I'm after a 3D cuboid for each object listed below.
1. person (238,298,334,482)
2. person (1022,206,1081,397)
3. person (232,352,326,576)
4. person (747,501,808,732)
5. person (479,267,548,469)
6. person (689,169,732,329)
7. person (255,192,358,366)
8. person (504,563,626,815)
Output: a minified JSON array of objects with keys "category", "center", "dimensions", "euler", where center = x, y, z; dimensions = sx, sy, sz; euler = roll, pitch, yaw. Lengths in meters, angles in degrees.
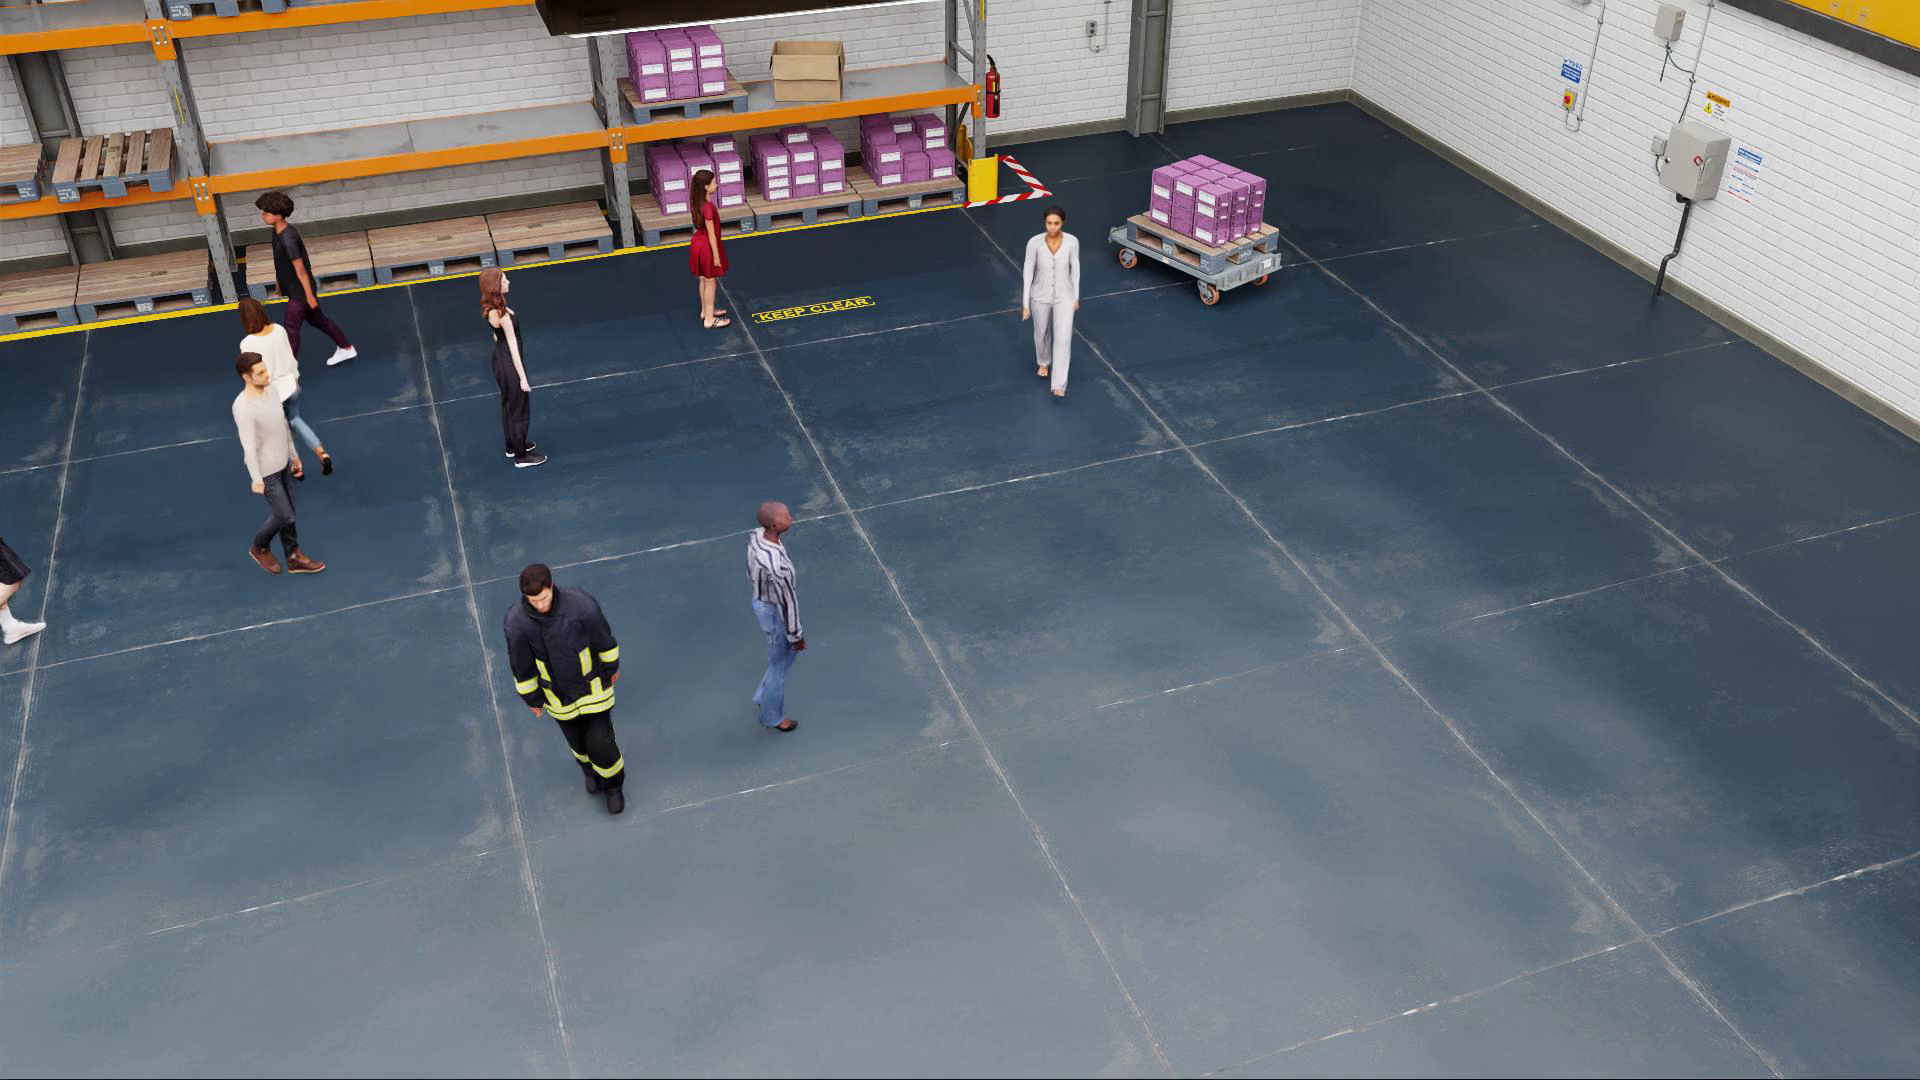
[{"category":"person","center":[-5.401,-1.148,13.285],"dimensions":[0.929,1.665,0.875],"euler":[16,37,23]},{"category":"person","center":[0.812,-2.188,14.826],"dimensions":[1.138,1.691,1.003],"euler":[1,34,2]},{"category":"person","center":[-5.136,-0.546,12.207],"dimensions":[0.876,1.855,0.796],"euler":[4,34,6]},{"category":"person","center":[-1.267,0.533,10.651],"dimensions":[0.628,1.781,0.665],"euler":[-14,36,-20]},{"category":"person","center":[-3.707,-1.426,13.629],"dimensions":[0.573,1.747,0.627],"euler":[-18,38,-25]},{"category":"person","center":[-2.417,-2.791,15.860],"dimensions":[0.618,1.551,0.556],"euler":[-15,36,-21]},{"category":"person","center":[-5.863,-2.287,14.930],"dimensions":[1.169,1.740,0.785],"euler":[-18,38,-25]},{"category":"person","center":[-2.389,0.786,10.184],"dimensions":[0.805,1.876,0.926],"euler":[-9,35,-13]}]
